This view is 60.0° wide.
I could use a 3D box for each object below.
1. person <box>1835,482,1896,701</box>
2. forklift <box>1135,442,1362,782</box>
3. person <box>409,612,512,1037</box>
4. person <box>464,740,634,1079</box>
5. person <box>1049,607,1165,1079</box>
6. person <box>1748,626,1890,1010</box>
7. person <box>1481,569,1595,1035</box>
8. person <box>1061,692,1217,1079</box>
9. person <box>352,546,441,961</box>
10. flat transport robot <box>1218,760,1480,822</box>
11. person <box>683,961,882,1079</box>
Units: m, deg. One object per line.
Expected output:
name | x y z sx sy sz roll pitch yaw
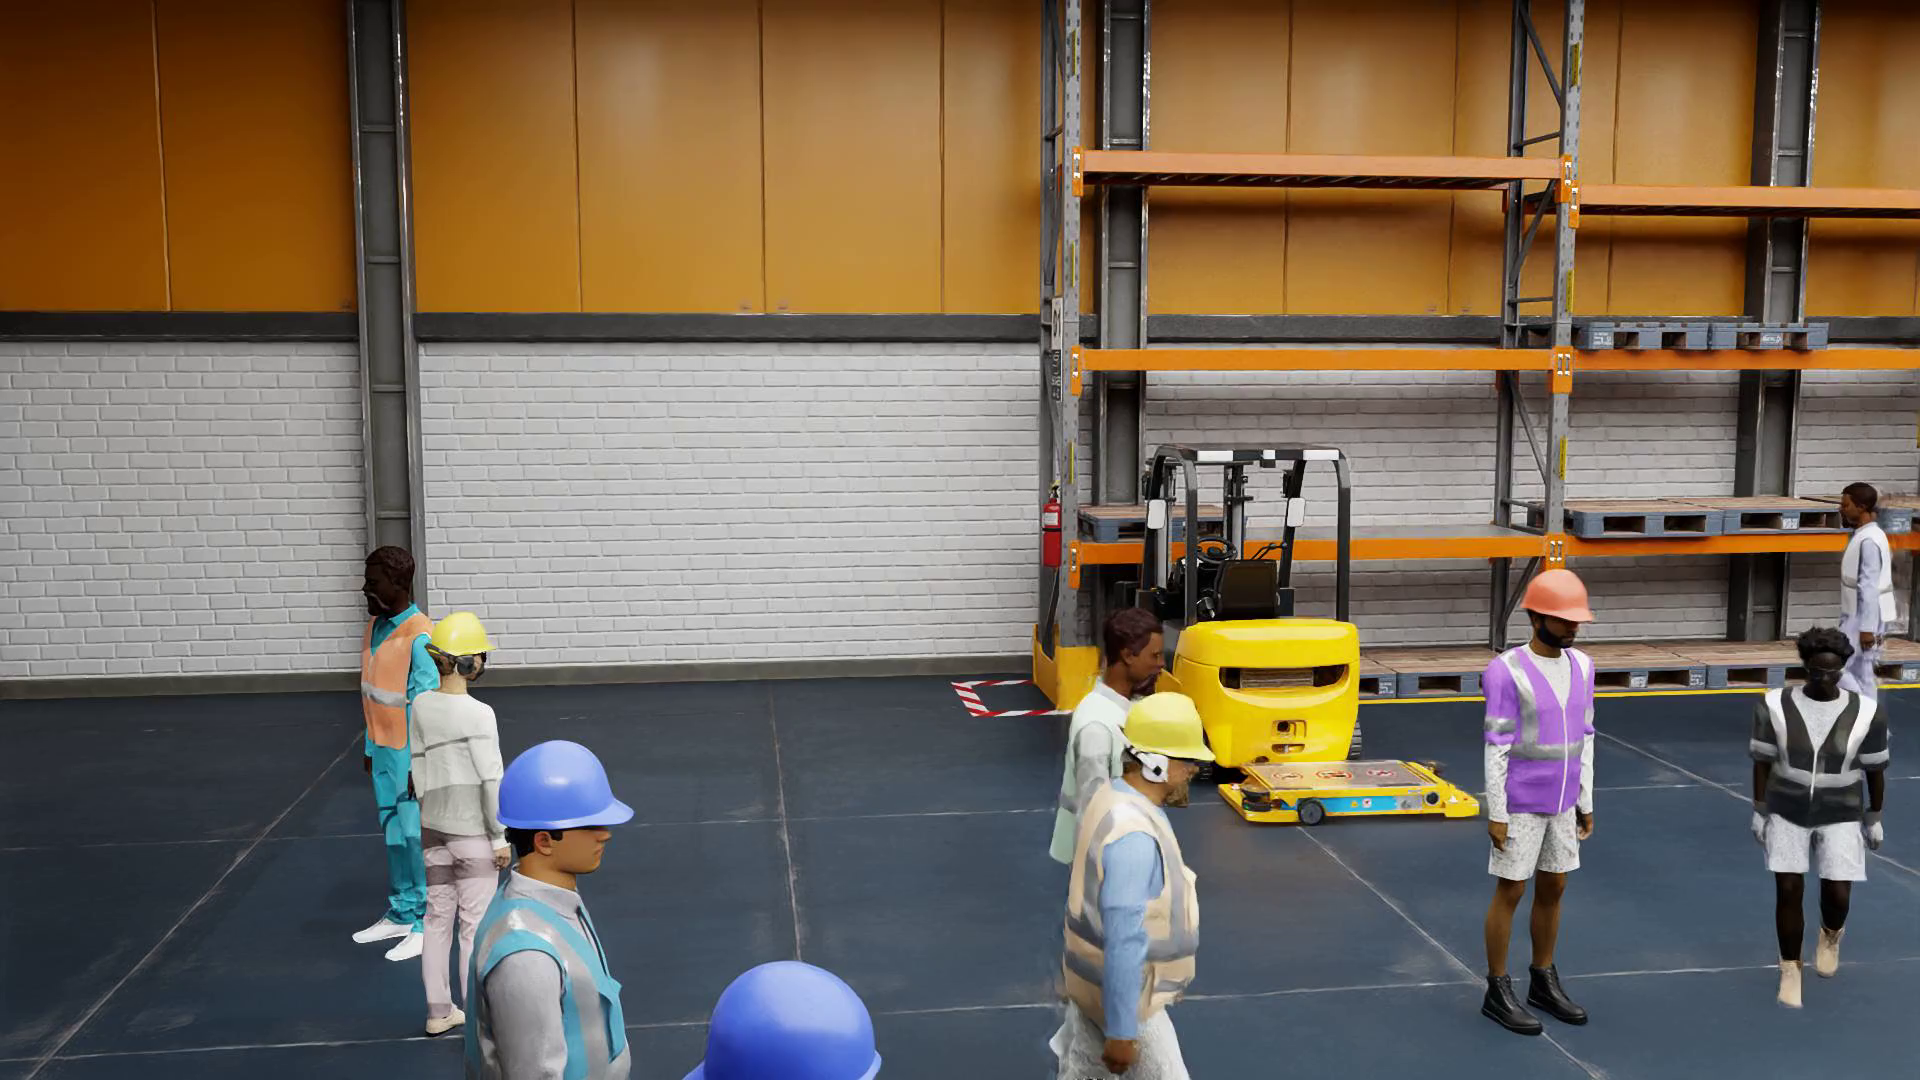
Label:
person | 6.272 0.550 11.607 0.455 1.900 0.617 3 7 24
forklift | 1.912 0.418 11.496 1.214 2.155 2.313 -1 7 -8
person | -2.013 1.172 6.756 0.523 1.769 0.309 5 8 35
person | -0.929 1.417 3.816 0.391 1.948 0.605 -2 7 -13
person | 0.564 1.184 6.082 0.461 1.894 0.607 2 7 17
person | 3.676 1.174 7.158 0.541 1.674 0.489 3 7 28
person | 2.423 1.075 6.900 0.545 1.930 0.387 -3 7 -24
person | 0.590 1.350 5.052 0.769 1.791 0.630 0 7 0
person | -2.612 0.977 7.793 0.391 1.920 0.593 -6 9 -43
flat transport robot | 2.358 1.523 10.158 1.431 0.197 0.652 -1 7 -6
person | -0.201 1.574 2.499 0.415 1.939 0.604 2 7 16
